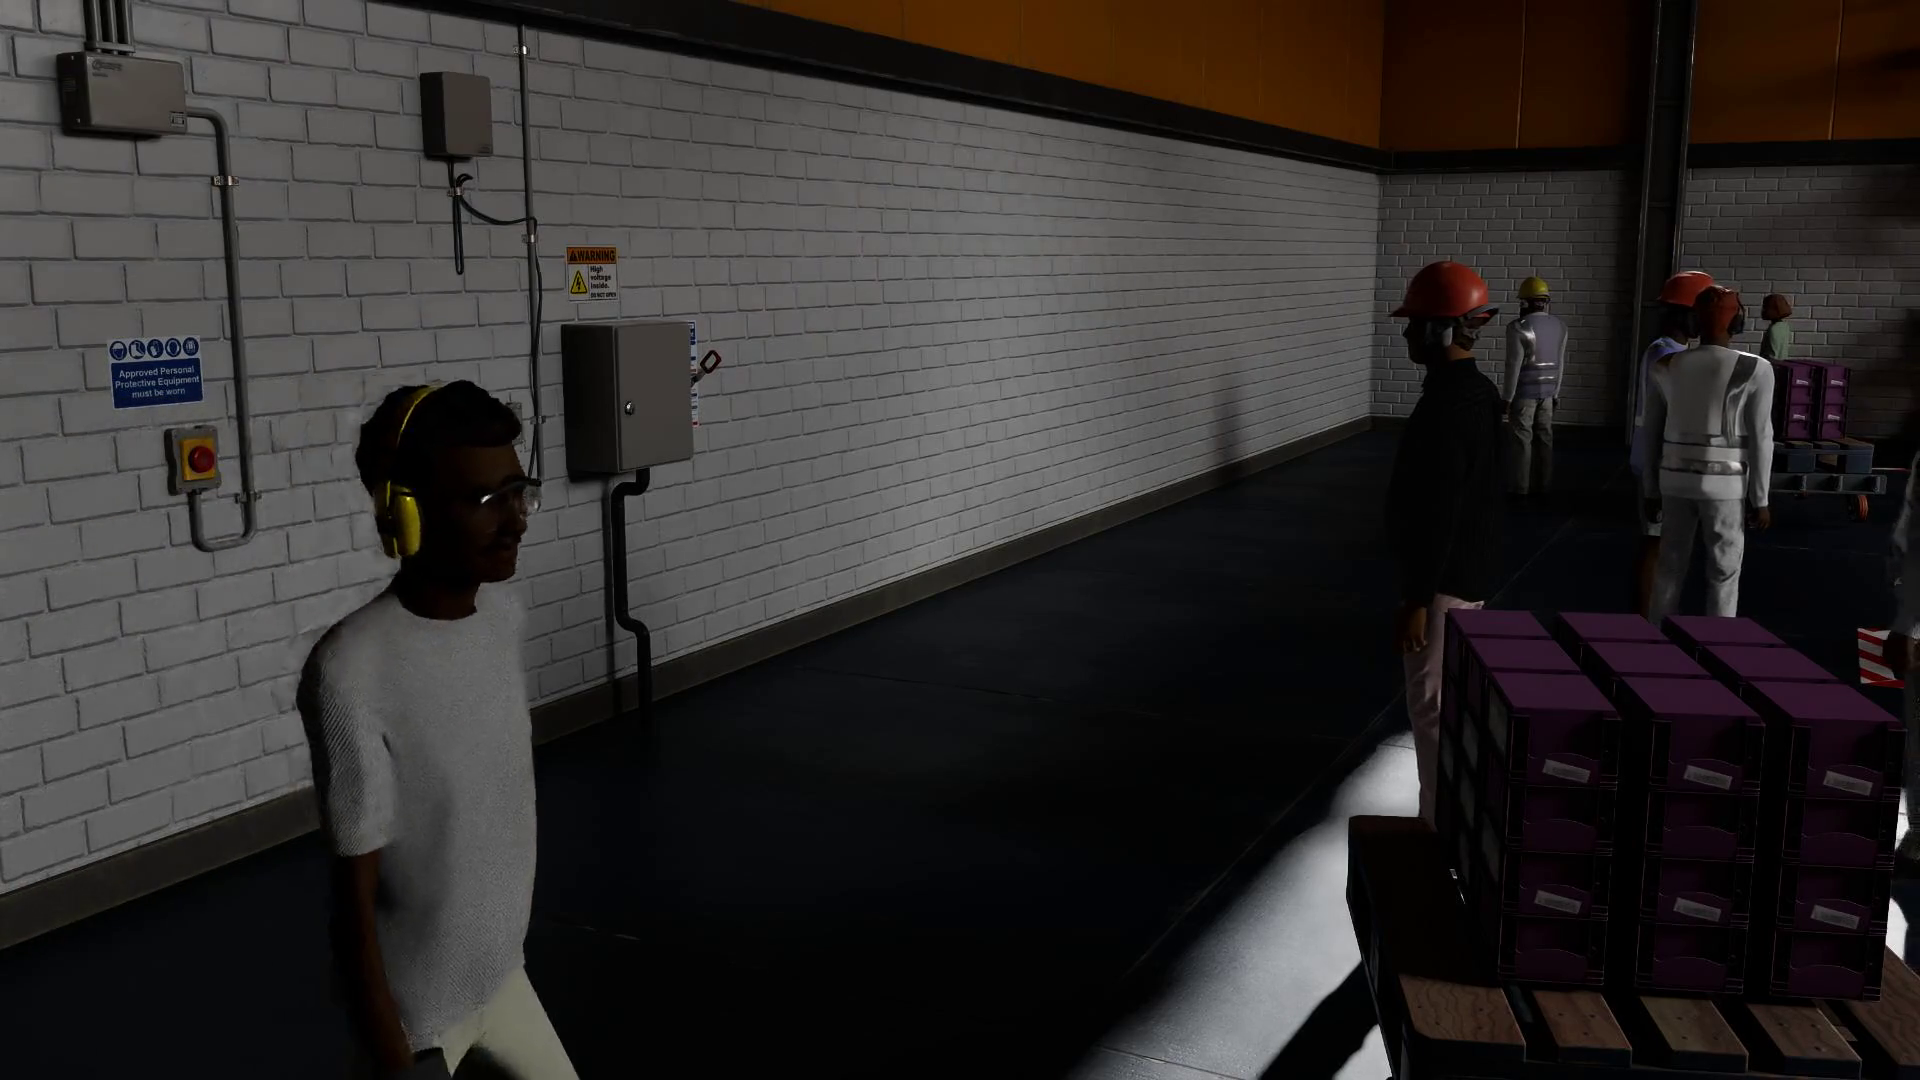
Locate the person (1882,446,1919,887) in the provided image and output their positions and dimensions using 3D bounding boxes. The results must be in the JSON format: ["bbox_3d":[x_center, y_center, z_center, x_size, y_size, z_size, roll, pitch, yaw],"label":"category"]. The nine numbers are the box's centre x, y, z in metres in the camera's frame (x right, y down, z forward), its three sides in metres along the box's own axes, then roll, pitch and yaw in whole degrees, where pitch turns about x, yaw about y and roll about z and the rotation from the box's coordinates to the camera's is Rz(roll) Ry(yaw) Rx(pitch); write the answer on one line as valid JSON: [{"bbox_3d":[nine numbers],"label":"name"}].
[{"bbox_3d":[3.178,0.220,5.280,0.630,1.809,0.410,-5,11,-29],"label":"person"}]

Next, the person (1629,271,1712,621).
[{"bbox_3d":[3.516,-0.354,8.237,0.372,1.933,0.542,4,11,22],"label":"person"}]

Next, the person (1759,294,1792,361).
[{"bbox_3d":[7.740,-1.520,15.856,0.267,1.631,0.507,8,12,37],"label":"person"}]

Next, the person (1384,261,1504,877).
[{"bbox_3d":[1.509,0.128,5.264,0.380,1.994,0.618,5,11,27],"label":"person"}]

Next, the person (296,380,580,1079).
[{"bbox_3d":[-0.682,0.695,2.417,0.710,1.843,0.549,3,10,16],"label":"person"}]

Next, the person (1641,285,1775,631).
[{"bbox_3d":[3.419,-0.224,7.657,0.351,1.878,0.582,-9,13,-42],"label":"person"}]

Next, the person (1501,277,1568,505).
[{"bbox_3d":[4.584,-1.195,13.397,0.596,1.831,0.403,-5,11,-25],"label":"person"}]
